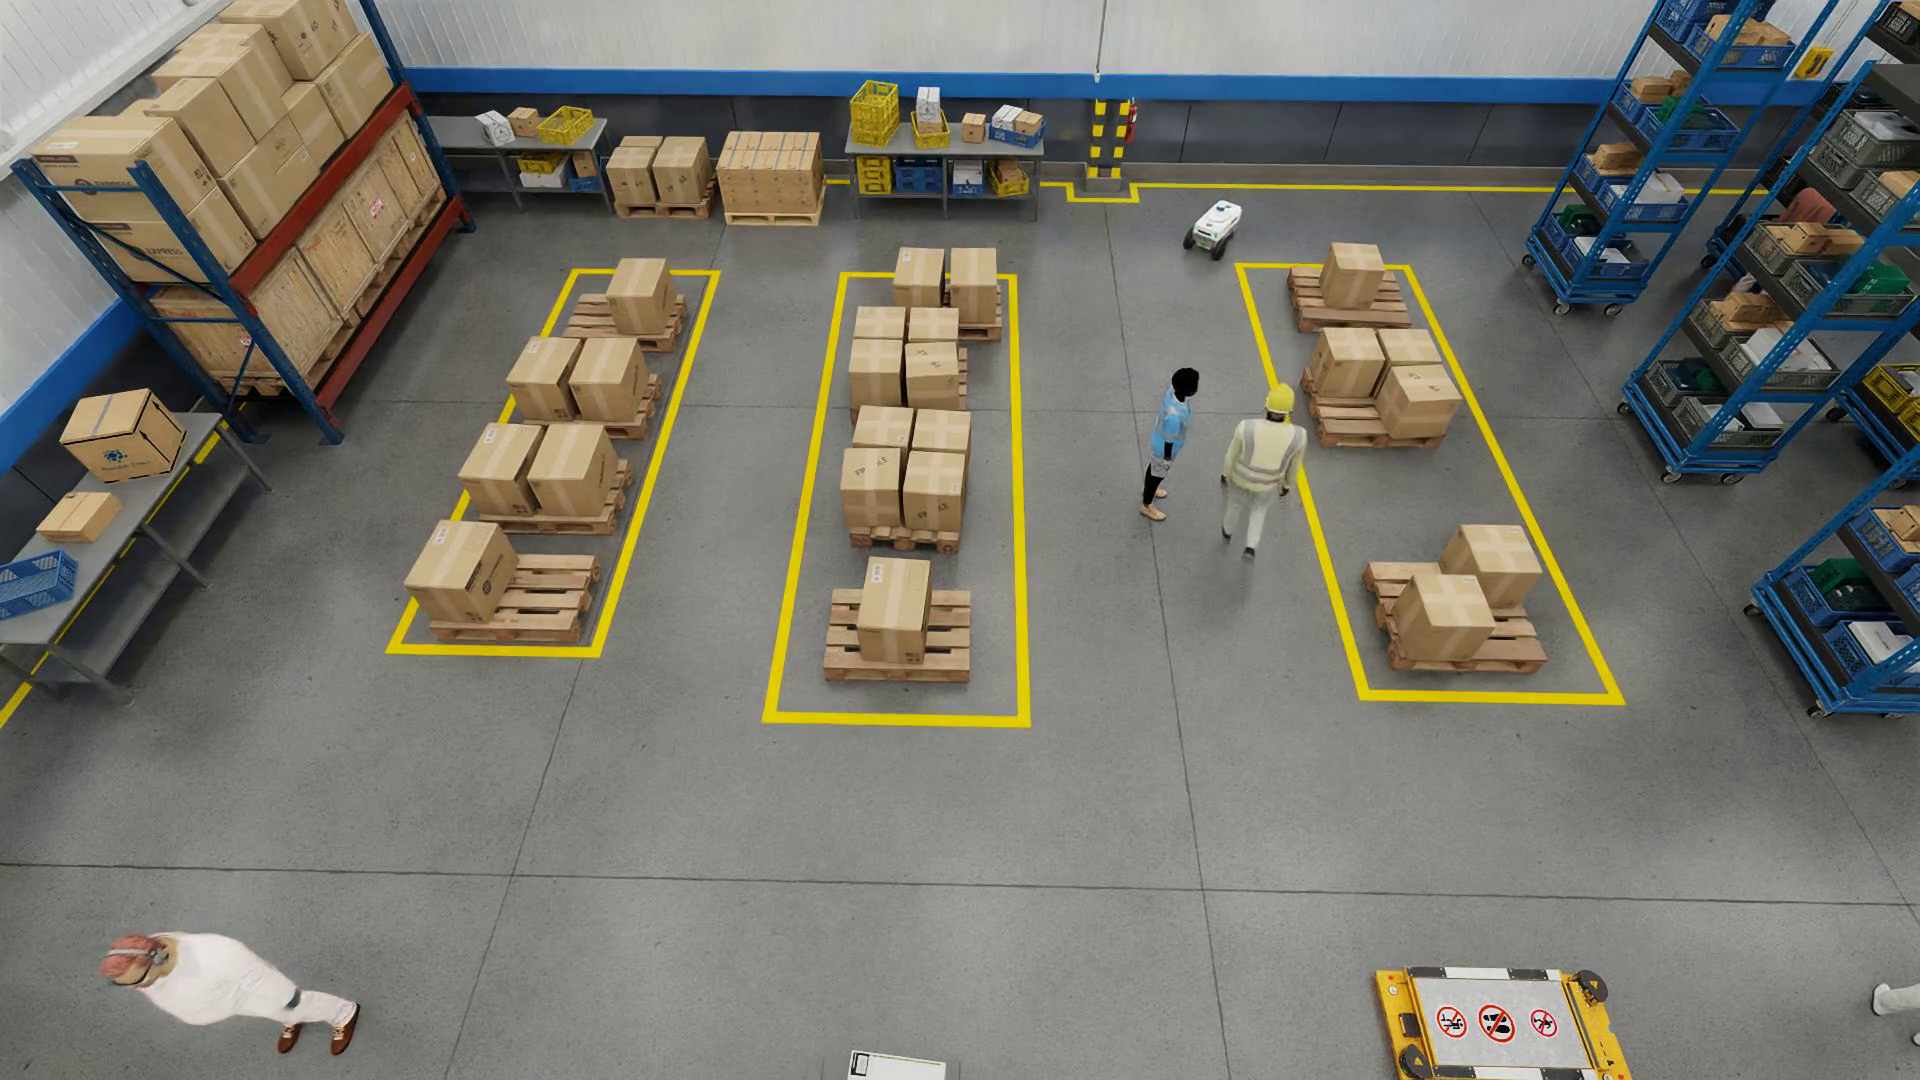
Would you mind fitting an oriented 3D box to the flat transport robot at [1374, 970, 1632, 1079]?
[{"bbox_3d":[3.501,3.133,5.914,1.431,0.197,0.652,1,51,1],"label":"flat transport robot"}]

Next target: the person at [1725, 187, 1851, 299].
[{"bbox_3d":[9.017,-3.131,9.929,0.412,1.981,0.623,-19,53,-15],"label":"person"}]

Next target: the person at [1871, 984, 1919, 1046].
[{"bbox_3d":[6.219,2.636,5.443,0.314,1.636,0.517,-29,56,-21],"label":"person"}]

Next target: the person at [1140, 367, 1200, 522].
[{"bbox_3d":[1.881,-0.879,8.270,0.317,1.695,0.540,10,52,8],"label":"person"}]

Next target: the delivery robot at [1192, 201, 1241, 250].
[{"bbox_3d":[3.218,-3.973,11.467,0.477,0.478,0.707,30,57,22],"label":"delivery robot"}]

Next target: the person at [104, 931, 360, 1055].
[{"bbox_3d":[-4.179,2.624,5.291,0.653,1.900,0.399,3,51,2],"label":"person"}]

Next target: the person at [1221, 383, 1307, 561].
[{"bbox_3d":[2.568,-0.536,7.916,0.616,1.812,0.584,9,51,7],"label":"person"}]
